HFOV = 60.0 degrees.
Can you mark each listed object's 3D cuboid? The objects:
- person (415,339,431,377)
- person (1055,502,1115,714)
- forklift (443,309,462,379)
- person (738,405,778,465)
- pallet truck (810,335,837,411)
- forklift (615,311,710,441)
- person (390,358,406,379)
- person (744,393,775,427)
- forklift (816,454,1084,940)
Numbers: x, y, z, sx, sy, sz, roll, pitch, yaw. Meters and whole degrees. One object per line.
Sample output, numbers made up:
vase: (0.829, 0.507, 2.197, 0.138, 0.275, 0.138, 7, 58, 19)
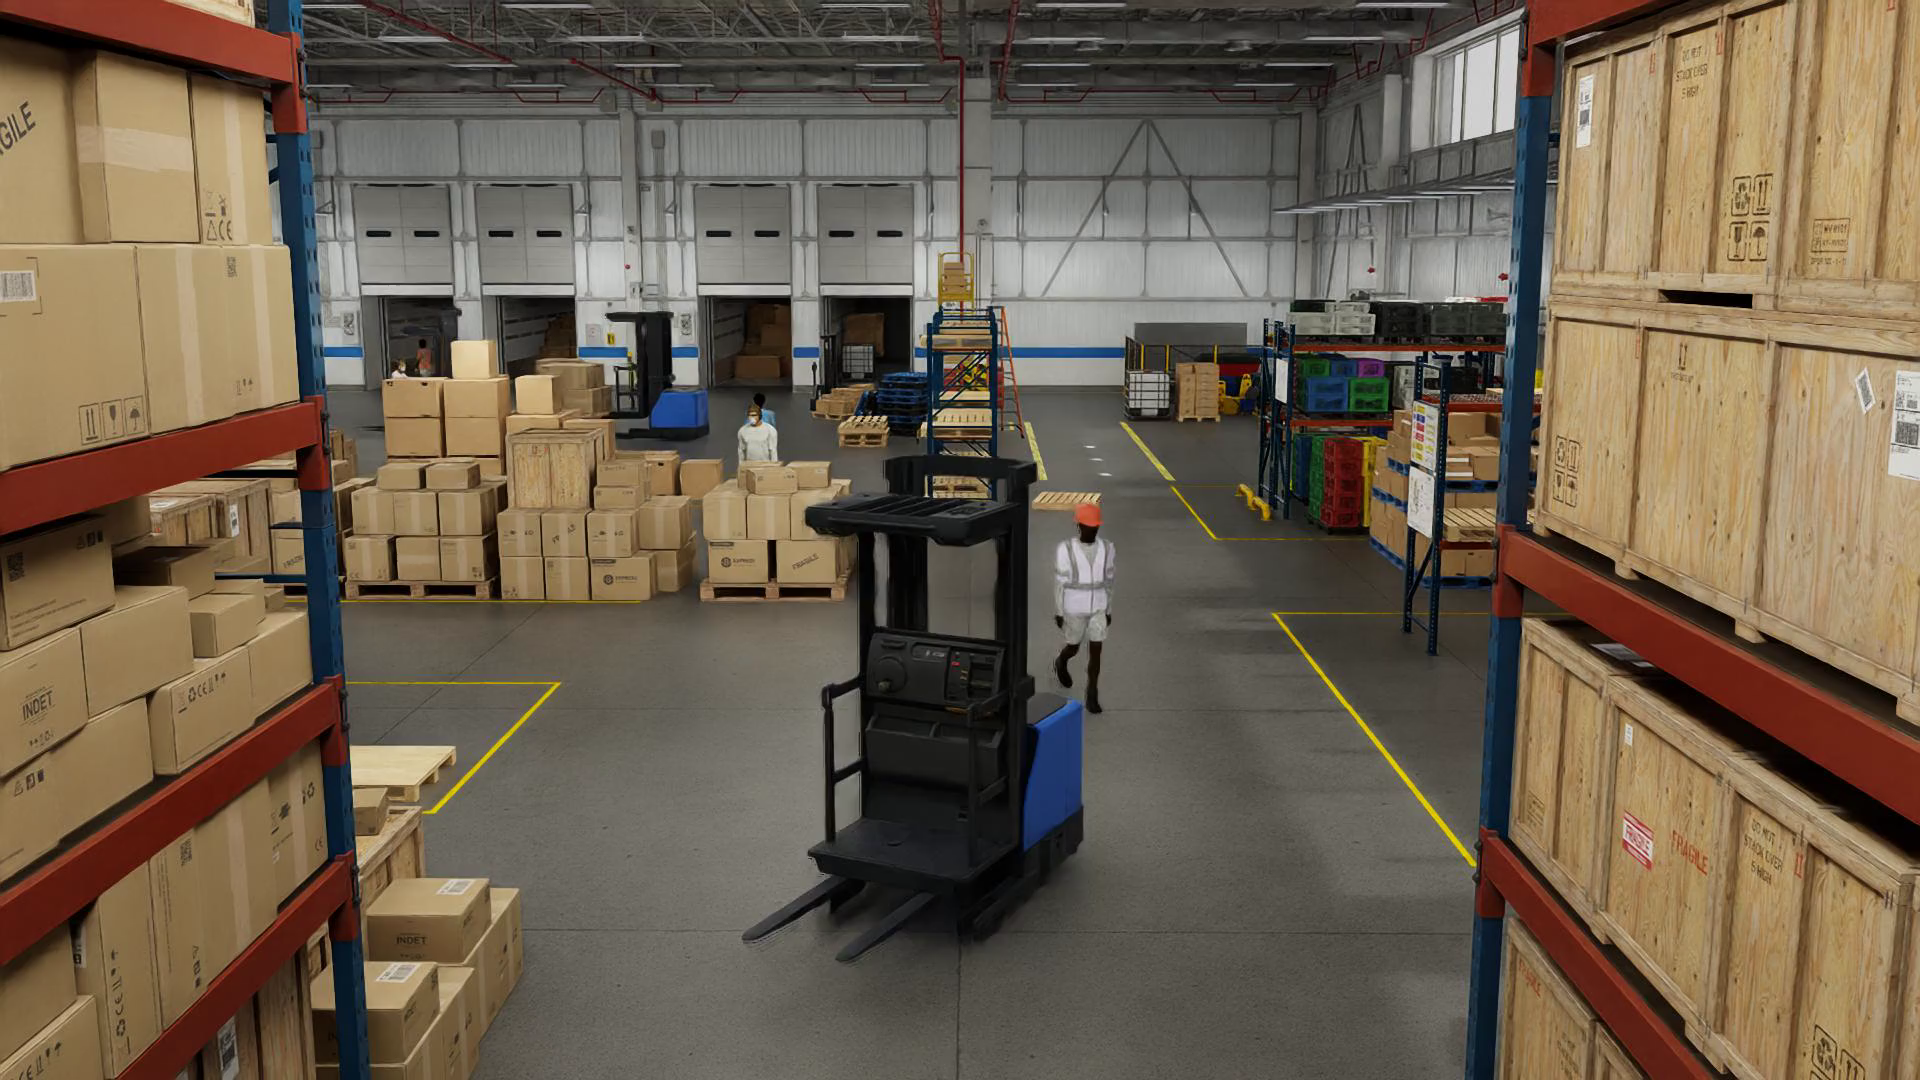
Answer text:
person: (-15.280, -4.920, 47.587, 0.806, 1.670, 0.527, 2, 10, 13)
person: (1.109, 0.576, 15.151, 0.553, 1.921, 0.723, -3, 10, -16)
forklift: (-11.663, -3.918, 38.306, 1.873, 2.768, 1.129, -3, 10, -17)
person: (-2.962, -1.026, 24.386, 0.631, 1.930, 0.367, 3, 10, 17)
pallet truck: (-3.021, -4.312, 43.126, 1.885, 1.965, 0.823, 3, 10, 17)
forklift: (-6.587, -3.643, 36.722, 1.873, 2.768, 1.129, 1, 10, 8)
person: (-11.686, -2.827, 34.741, 0.372, 1.935, 0.629, 0, 10, 0)
person: (-3.528, -1.760, 29.373, 0.537, 1.664, 0.844, -3, 10, -18)
forklift: (0.009, 0.853, 10.781, 1.129, 2.768, 1.873, 5, 11, 26)
